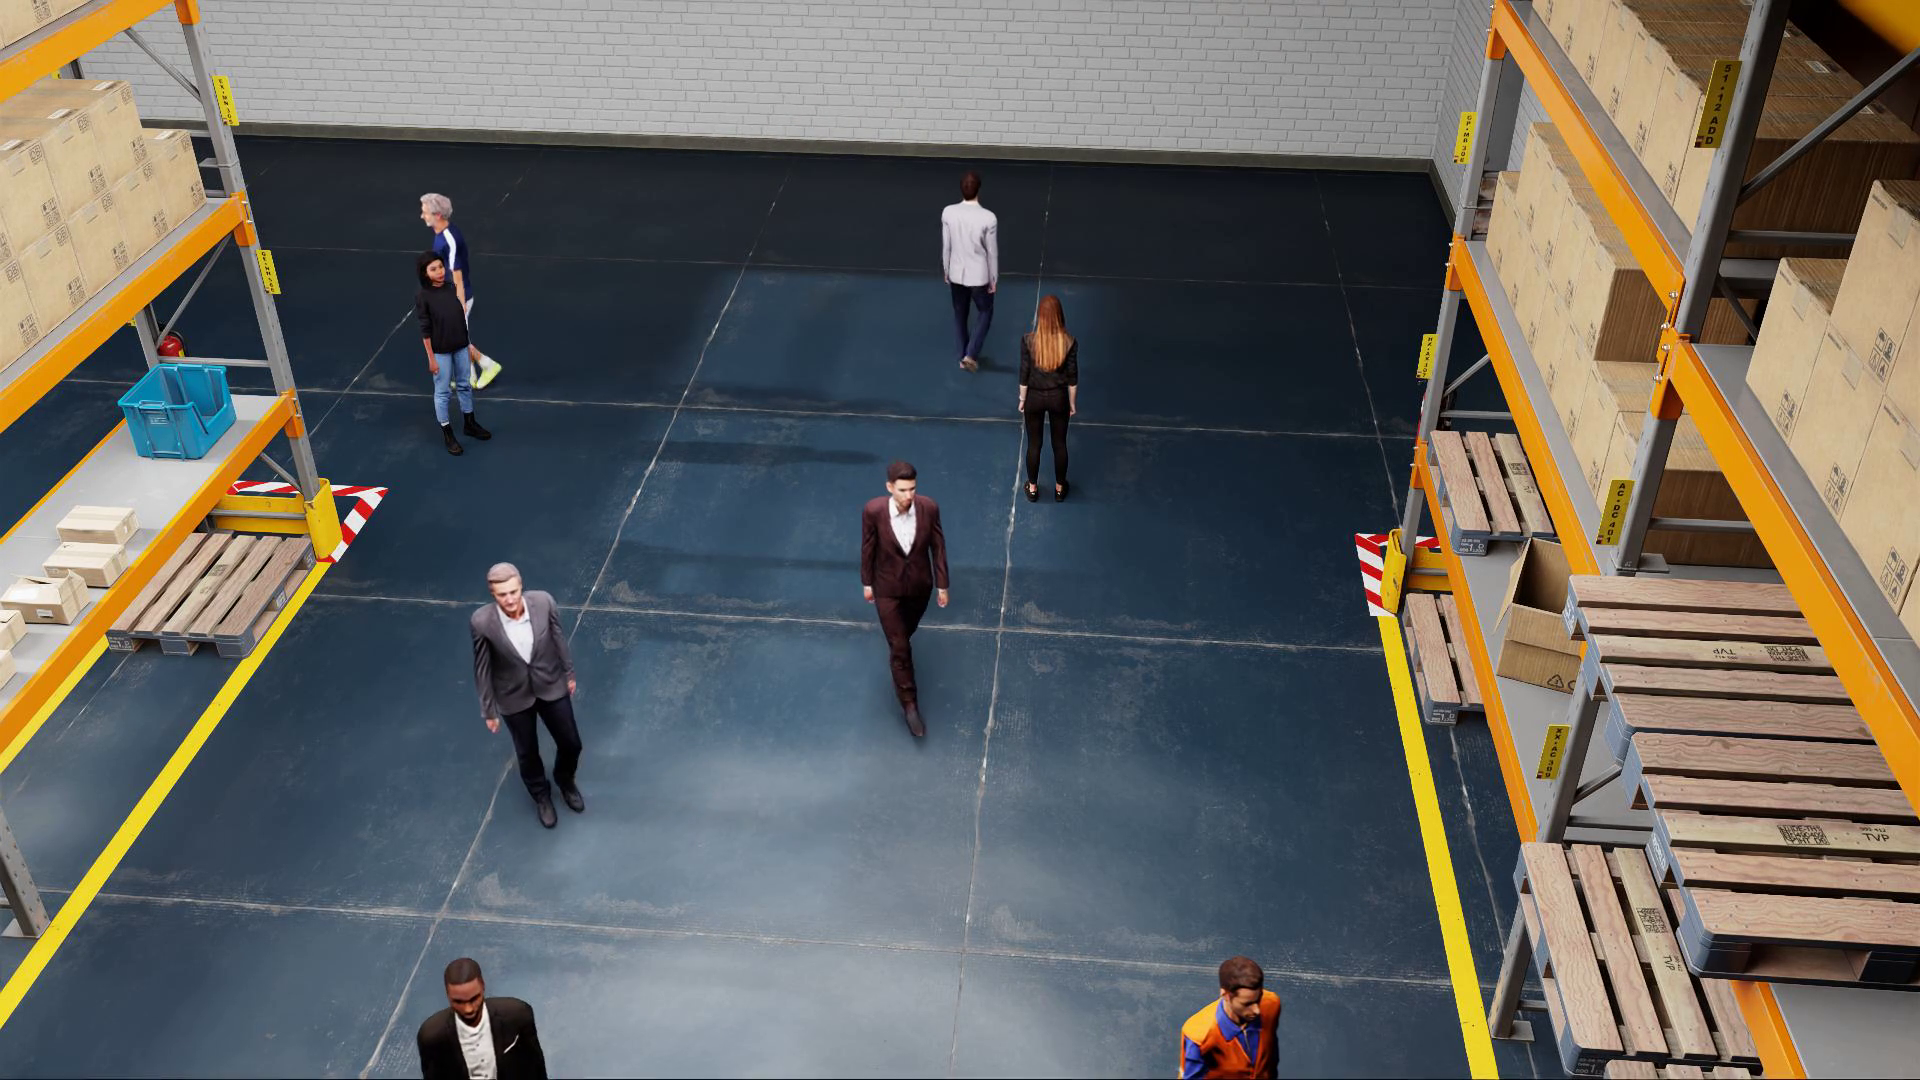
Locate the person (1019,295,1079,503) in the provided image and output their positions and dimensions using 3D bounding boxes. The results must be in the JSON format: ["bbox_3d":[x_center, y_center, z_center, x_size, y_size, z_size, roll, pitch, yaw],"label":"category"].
[{"bbox_3d":[0.668,-1.077,12.779,0.591,1.712,0.523,2,34,3],"label":"person"}]

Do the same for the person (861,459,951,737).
[{"bbox_3d":[-0.384,0.251,10.682,0.987,1.822,1.328,-8,35,-12],"label":"person"}]

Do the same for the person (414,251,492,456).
[{"bbox_3d":[-4.157,-1.540,13.484,0.714,1.702,0.625,22,40,30],"label":"person"}]

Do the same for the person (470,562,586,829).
[{"bbox_3d":[-2.543,0.850,9.771,0.867,1.833,0.868,-17,37,-23],"label":"person"}]

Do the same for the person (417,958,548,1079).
[{"bbox_3d":[-2.086,2.475,7.393,0.941,1.759,1.276,-8,34,-12],"label":"person"}]

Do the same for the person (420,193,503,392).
[{"bbox_3d":[-4.236,-2.103,14.218,0.881,1.828,0.816,-15,36,-21],"label":"person"}]

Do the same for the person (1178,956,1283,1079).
[{"bbox_3d":[1.157,2.473,7.300,0.778,1.863,0.813,-20,38,-27],"label":"person"}]

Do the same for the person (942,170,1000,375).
[{"bbox_3d":[0.060,-2.280,14.471,0.793,1.842,0.926,11,35,15],"label":"person"}]
